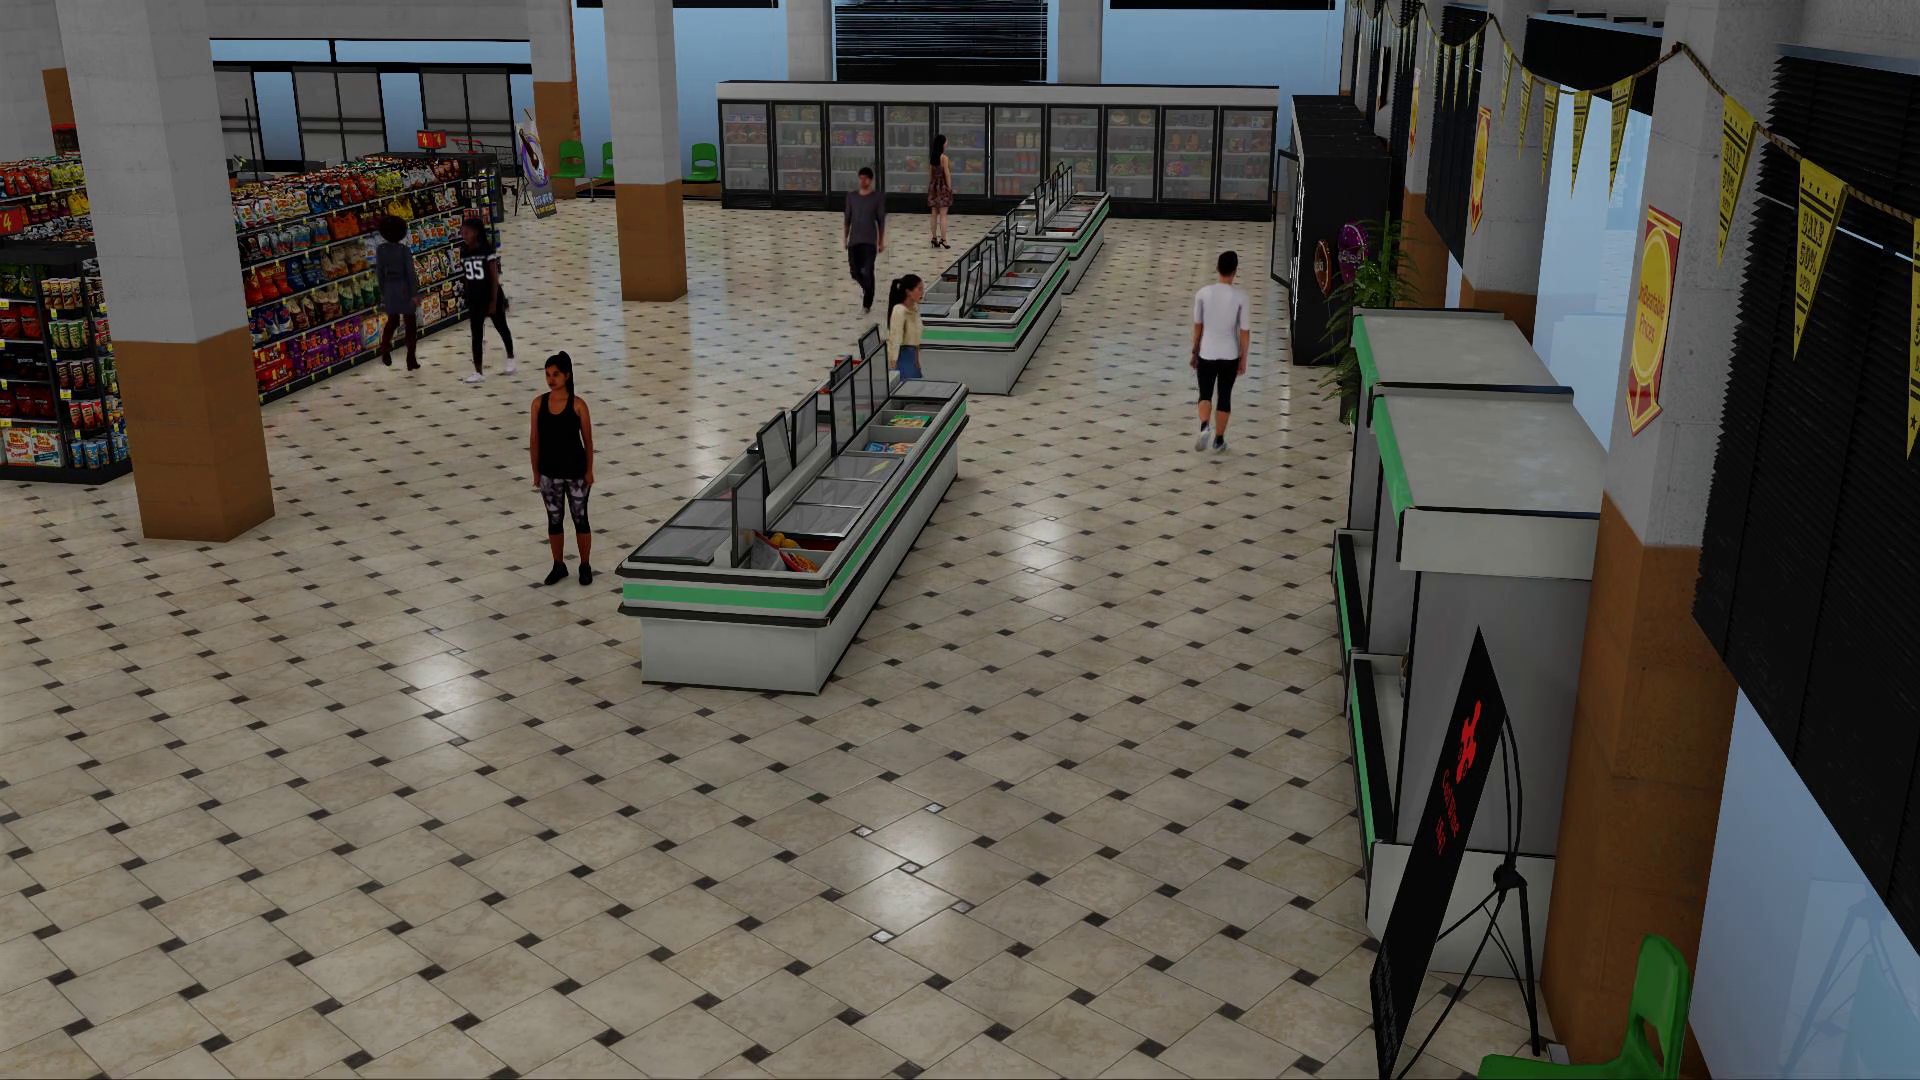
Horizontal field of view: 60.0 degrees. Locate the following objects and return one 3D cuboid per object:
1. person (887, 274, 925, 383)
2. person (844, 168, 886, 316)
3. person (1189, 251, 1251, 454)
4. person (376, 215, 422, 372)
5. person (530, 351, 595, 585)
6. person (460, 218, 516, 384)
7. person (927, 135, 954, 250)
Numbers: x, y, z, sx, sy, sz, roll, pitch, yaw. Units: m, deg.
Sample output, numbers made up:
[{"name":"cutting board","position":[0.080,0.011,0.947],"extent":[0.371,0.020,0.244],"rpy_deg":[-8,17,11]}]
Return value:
[{"name":"person","position":[-0.580,-1.596,15.066],"extent":[0.725,1.603,0.997],"rpy_deg":[4,19,12]},{"name":"person","position":[-1.214,-3.843,21.368],"extent":[0.737,1.835,0.983],"rpy_deg":[5,19,14]},{"name":"person","position":[2.291,-1.626,14.801],"extent":[0.718,1.830,0.893],"rpy_deg":[5,19,15]},{"name":"person","position":[-6.100,-2.627,17.981],"extent":[0.594,1.695,0.879],"rpy_deg":[3,19,8]},{"name":"person","position":[-2.790,-0.504,11.734],"extent":[0.611,1.662,0.540],"rpy_deg":[1,19,2]},{"name":"person","position":[-5.020,-2.551,17.770],"extent":[0.621,1.686,1.195],"rpy_deg":[3,19,10]},{"name":"person","position":[-0.318,-5.551,26.526],"extent":[0.801,1.776,0.846],"rpy_deg":[18,25,42]}]
